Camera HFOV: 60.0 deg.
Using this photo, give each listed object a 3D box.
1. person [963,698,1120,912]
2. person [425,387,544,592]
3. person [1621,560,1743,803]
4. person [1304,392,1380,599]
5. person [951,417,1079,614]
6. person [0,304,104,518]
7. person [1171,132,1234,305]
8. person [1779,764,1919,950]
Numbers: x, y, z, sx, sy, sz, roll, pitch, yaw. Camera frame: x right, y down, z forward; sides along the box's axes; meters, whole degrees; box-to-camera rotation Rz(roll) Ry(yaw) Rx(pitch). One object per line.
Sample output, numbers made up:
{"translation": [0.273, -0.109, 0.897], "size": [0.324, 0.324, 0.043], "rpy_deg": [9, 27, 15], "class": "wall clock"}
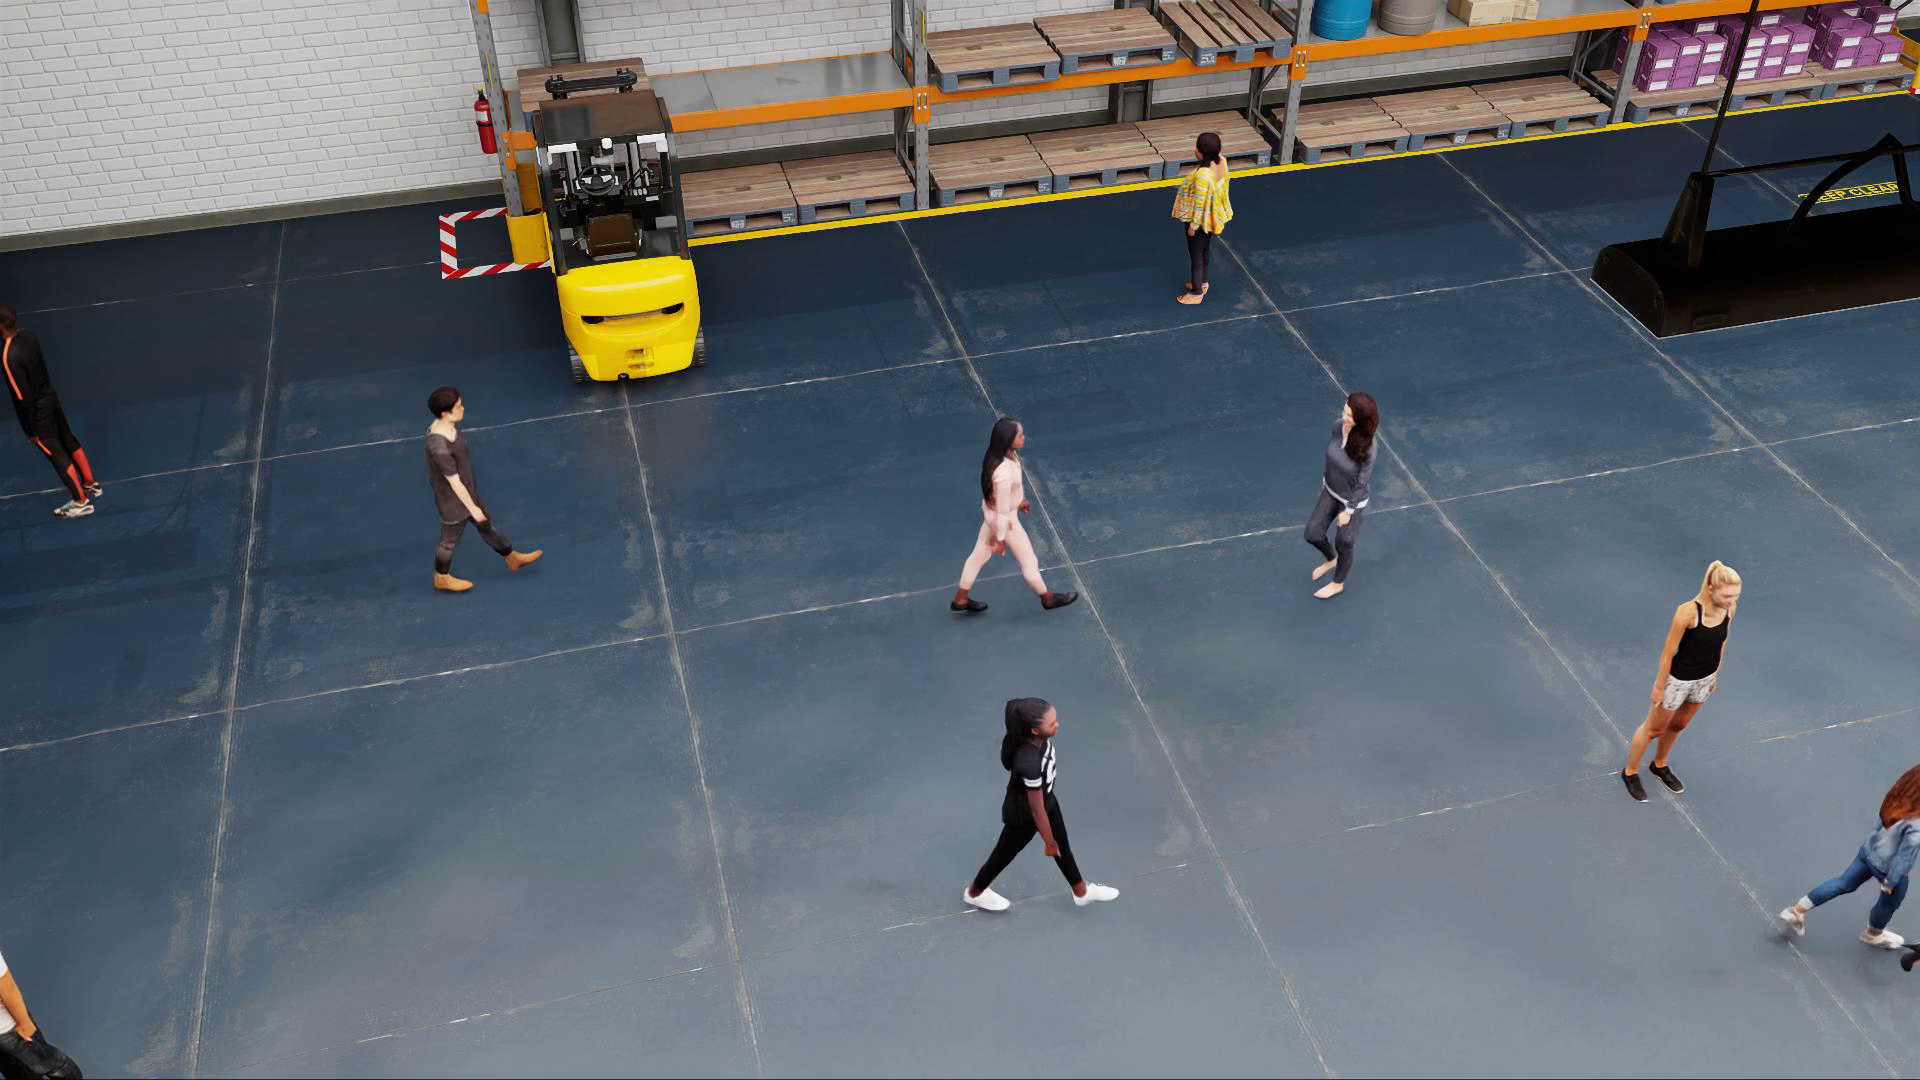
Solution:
{"translation": [0.304, 1.553, 9.467], "size": [1.234, 1.682, 0.923], "rpy_deg": [4, 39, 5], "class": "person"}
{"translation": [-3.664, -0.313, 11.809], "size": [1.071, 1.675, 0.758], "rpy_deg": [-2, 39, -3], "class": "person"}
{"translation": [4.461, 0.835, 10.236], "size": [0.470, 1.844, 0.663], "rpy_deg": [-13, 40, -16], "class": "person"}
{"translation": [2.790, -0.334, 11.767], "size": [0.734, 1.760, 0.705], "rpy_deg": [-22, 43, -25], "class": "person"}
{"translation": [0.205, -0.112, 11.563], "size": [1.179, 1.668, 0.761], "rpy_deg": [-4, 39, -5], "class": "person"}
{"translation": [-6.934, -0.993, 12.554], "size": [0.597, 1.808, 0.671], "rpy_deg": [-2, 39, -3], "class": "person"}
{"translation": [2.202, -2.923, 15.094], "size": [0.939, 1.655, 0.884], "rpy_deg": [15, 41, 18], "class": "person"}
{"translation": [5.121, 1.788, 9.355], "size": [1.037, 1.455, 0.784], "rpy_deg": [2, 39, 3], "class": "person"}
